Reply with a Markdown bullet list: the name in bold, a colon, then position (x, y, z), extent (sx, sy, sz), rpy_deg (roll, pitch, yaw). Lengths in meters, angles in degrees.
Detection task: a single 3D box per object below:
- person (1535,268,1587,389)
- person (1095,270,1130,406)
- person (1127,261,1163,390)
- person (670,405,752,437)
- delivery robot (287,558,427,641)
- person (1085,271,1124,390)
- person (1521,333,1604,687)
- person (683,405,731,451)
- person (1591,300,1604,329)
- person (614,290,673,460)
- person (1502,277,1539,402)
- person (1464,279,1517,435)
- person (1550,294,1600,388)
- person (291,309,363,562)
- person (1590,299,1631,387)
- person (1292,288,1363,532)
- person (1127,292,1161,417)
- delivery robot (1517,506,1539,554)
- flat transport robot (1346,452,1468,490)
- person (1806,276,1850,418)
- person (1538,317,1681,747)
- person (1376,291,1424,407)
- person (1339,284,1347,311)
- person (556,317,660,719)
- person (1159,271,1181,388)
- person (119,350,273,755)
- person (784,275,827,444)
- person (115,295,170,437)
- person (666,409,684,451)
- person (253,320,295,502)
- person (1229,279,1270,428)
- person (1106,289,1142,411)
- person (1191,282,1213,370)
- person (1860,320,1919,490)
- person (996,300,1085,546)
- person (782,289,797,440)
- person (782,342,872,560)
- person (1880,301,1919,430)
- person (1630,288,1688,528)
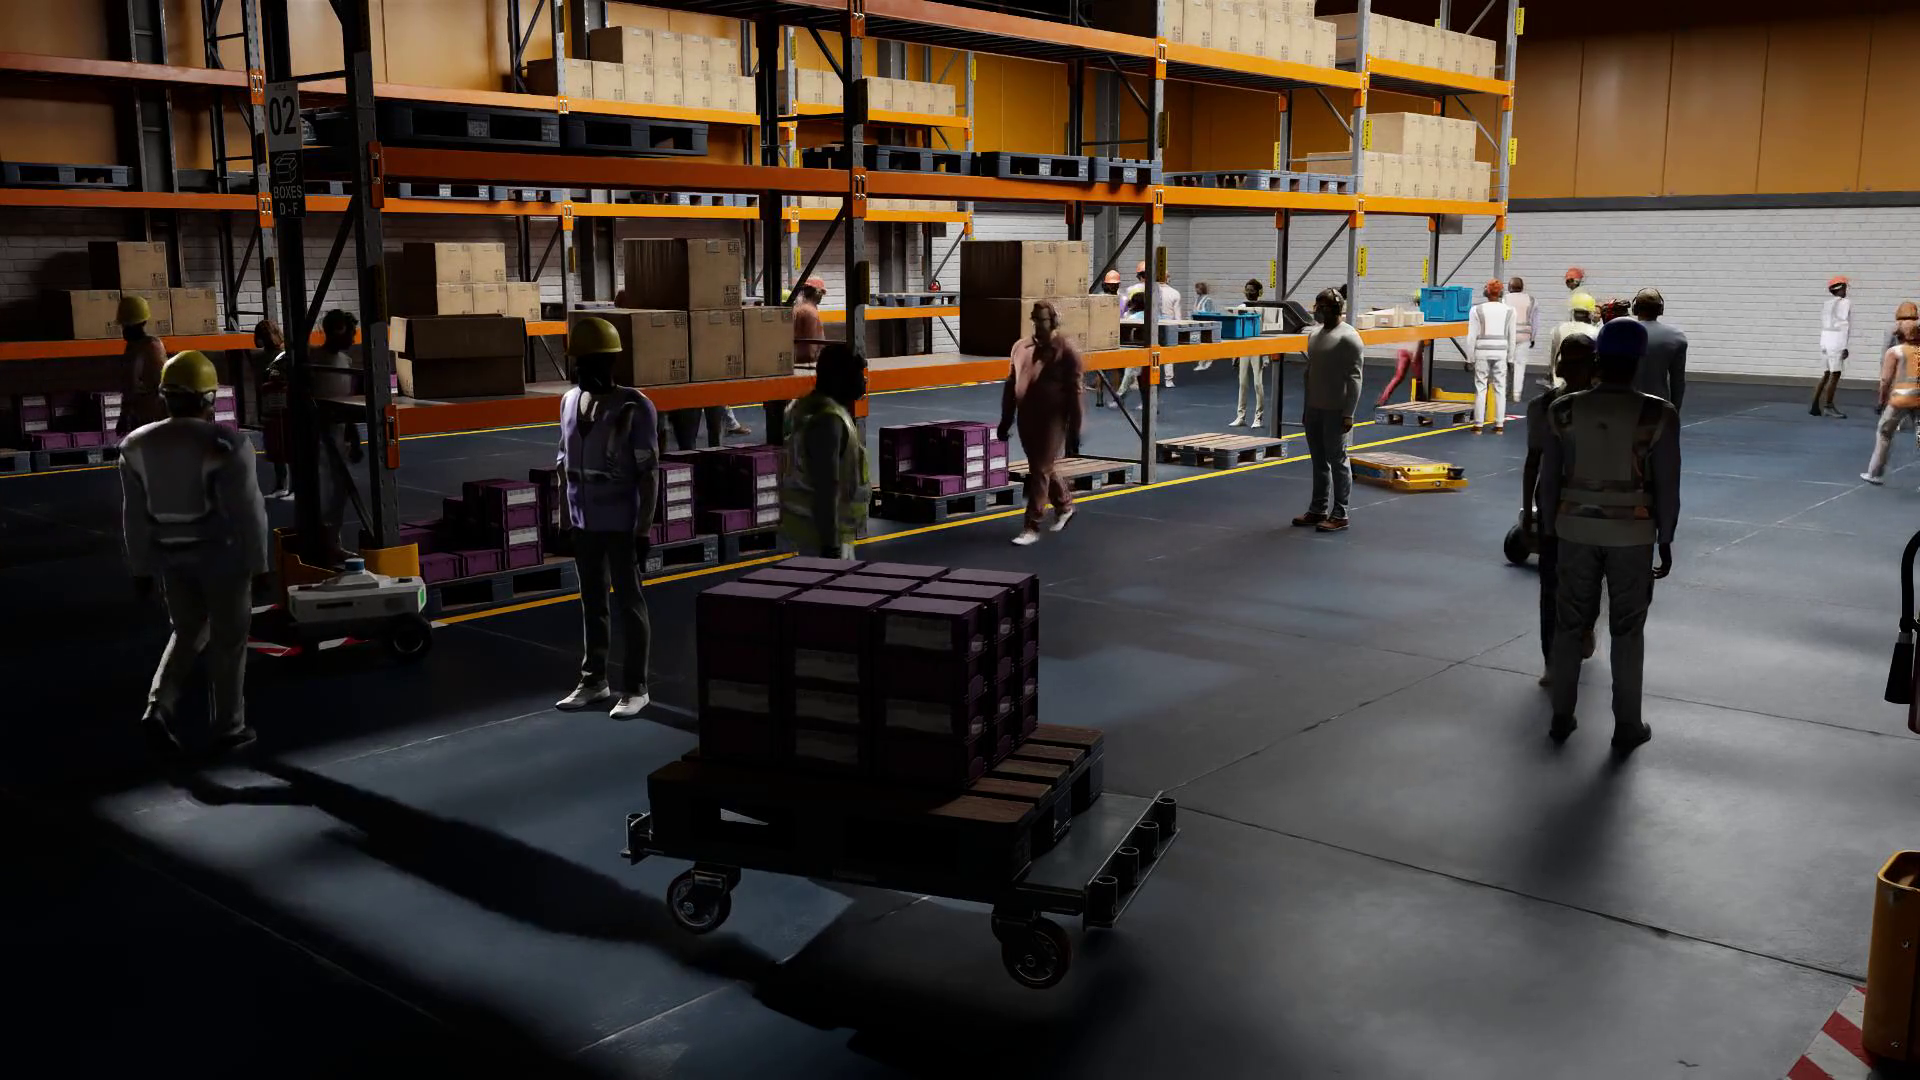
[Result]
- **person**: position (9.809, -3.367, 26.588), extent (1.028, 1.939, 0.614), rpy_deg (-1, 10, -6)
- **person**: position (2.164, -2.866, 23.716), extent (0.543, 1.939, 0.361), rpy_deg (-1, 10, -4)
- **person**: position (2.916, -3.400, 26.456), extent (0.607, 2.045, 0.390), rpy_deg (-3, 10, -15)
- **person**: position (-3.005, -2.122, 19.666), extent (1.059, 1.883, 0.650), rpy_deg (-6, 11, -30)
- **delivery robot**: position (-3.304, 0.344, 9.108), extent (0.707, 0.478, 0.477), rpy_deg (-5, 11, -24)
- **person**: position (2.429, -3.363, 26.666), extent (0.990, 1.906, 0.627), rpy_deg (-7, 12, -36)
- **person**: position (3.206, -0.169, 8.687), extent (0.525, 1.826, 0.639), rpy_deg (5, 11, 26)
- **person**: position (-2.472, -1.470, 16.065), extent (0.588, 1.834, 0.403), rpy_deg (-3, 11, -19)
- **person**: position (7.504, -2.021, 19.759), extent (0.514, 1.640, 0.310), rpy_deg (2, 10, 13)
- **person**: position (-2.811, -1.284, 14.860), extent (0.679, 1.886, 0.494), rpy_deg (1, 10, 5)
- **person**: position (8.160, -2.947, 24.471), extent (0.646, 1.836, 0.445), rpy_deg (2, 10, 10)
- **person**: position (6.424, -2.208, 20.141), extent (0.576, 1.879, 0.350), rpy_deg (0, 10, 3)
- **person**: position (6.375, -1.636, 17.166), extent (0.597, 1.778, 0.968), rpy_deg (9, 13, 40)
- **person**: position (-4.501, -0.698, 11.707), extent (0.344, 1.833, 0.693), rpy_deg (4, 11, 22)
- **person**: position (5.284, -1.063, 13.712), extent (0.375, 1.844, 0.567), rpy_deg (5, 11, 28)
- **person**: position (2.946, -1.036, 13.298), extent (0.356, 1.938, 0.638), rpy_deg (-4, 11, -23)
- **person**: position (2.456, -2.473, 22.231), extent (0.536, 1.667, 0.497), rpy_deg (-4, 11, -21)
- **delivery robot**: position (4.316, -0.140, 11.867), extent (0.707, 0.478, 0.477), rpy_deg (-7, 12, -35)
- **flat transport robot**: position (4.192, -0.680, 16.015), extent (0.652, 0.197, 1.431), rpy_deg (-3, 10, -18)
- **person**: position (11.622, -2.562, 22.178), extent (0.392, 1.883, 0.655), rpy_deg (1, 10, 6)
- **person**: position (2.941, -0.033, 7.557), extent (0.608, 1.948, 0.389), rpy_deg (7, 12, 33)
- **person**: position (6.128, -2.559, 22.678), extent (0.948, 1.710, 0.531), rpy_deg (-4, 11, -19)
- **person**: position (6.390, -3.404, 27.554), extent (0.875, 1.648, 0.538), rpy_deg (-6, 12, -33)
- **person**: position (-1.716, -0.105, 8.022), extent (0.584, 1.928, 0.372), rpy_deg (6, 11, 29)
- **person**: position (3.262, -3.411, 26.949), extent (0.661, 1.898, 0.395), rpy_deg (3, 11, 19)
- **person**: position (-3.332, 0.085, 7.264), extent (0.598, 1.817, 0.536), rpy_deg (1, 10, 4)
- **person**: position (-1.783, -2.020, 18.889), extent (0.772, 1.960, 0.698), rpy_deg (-3, 10, -14)
- **person**: position (-6.286, -0.954, 12.963), extent (0.496, 1.902, 0.758), rpy_deg (-8, 13, -38)
- **person**: position (-3.000, -1.660, 17.056), extent (0.594, 1.875, 1.002), rpy_deg (9, 14, 42)
- **person**: position (-6.103, -1.151, 14.849), extent (0.494, 1.624, 0.291), rpy_deg (6, 11, 30)
- **person**: position (3.672, -2.332, 20.912), extent (0.546, 1.882, 0.387), rpy_deg (7, 12, 36)
- **person**: position (2.390, -2.624, 23.060), extent (0.898, 1.689, 0.562), rpy_deg (-5, 11, -28)
- **person**: position (4.432, -3.925, 30.637), extent (0.367, 1.629, 0.513), rpy_deg (-4, 11, -20)
- **person**: position (8.839, -1.260, 15.592), extent (0.523, 1.572, 0.873), rpy_deg (-1, 10, -6)
- **person**: position (0.662, -0.931, 12.926), extent (0.641, 1.864, 0.974), rpy_deg (9, 13, 41)
- **person**: position (-2.070, -2.065, 19.663), extent (0.344, 1.768, 0.531), rpy_deg (-6, 12, -31)
- **person**: position (-0.733, -0.049, 8.053), extent (0.681, 1.816, 0.664), rpy_deg (-1, 10, -4)
- **person**: position (11.644, -2.138, 20.510), extent (0.503, 1.614, 0.673), rpy_deg (2, 10, 9)
- **person**: position (5.499, -1.058, 13.425), extent (0.638, 1.936, 0.357), rpy_deg (2, 10, 10)
